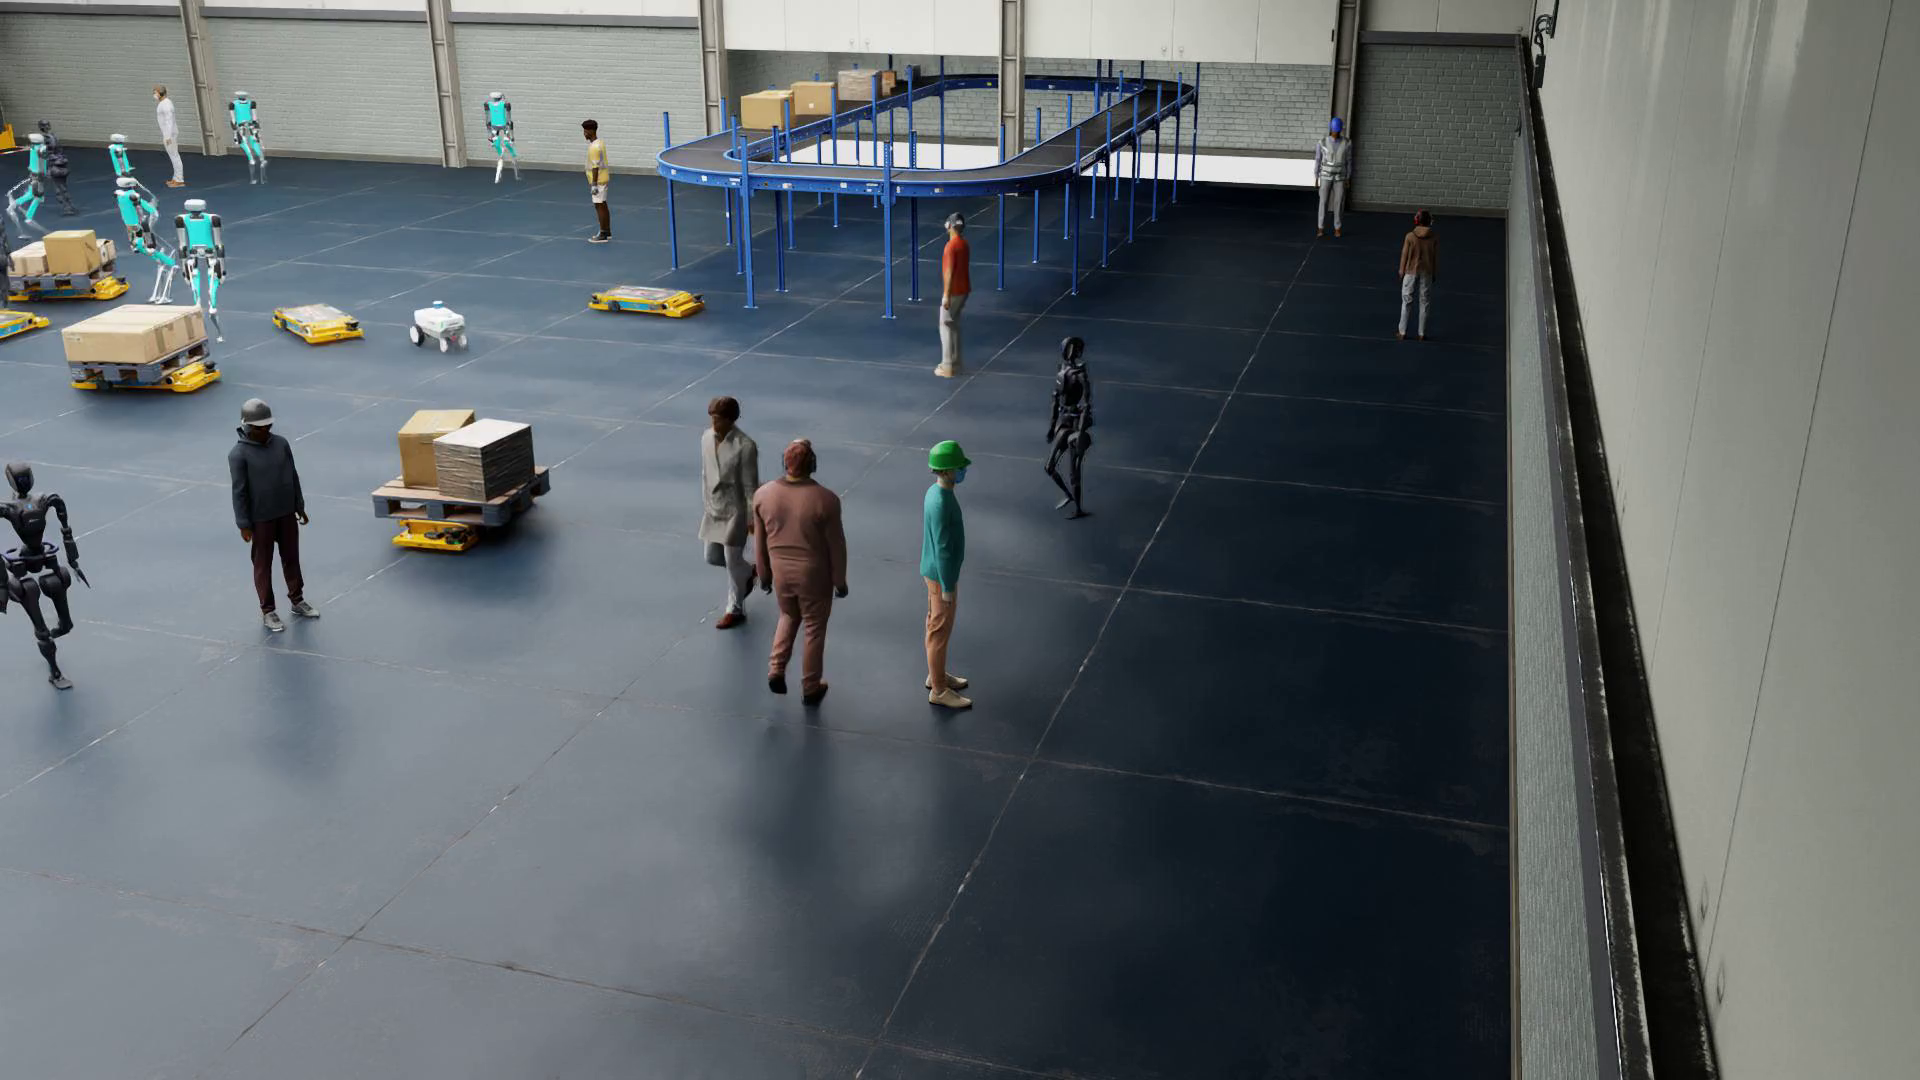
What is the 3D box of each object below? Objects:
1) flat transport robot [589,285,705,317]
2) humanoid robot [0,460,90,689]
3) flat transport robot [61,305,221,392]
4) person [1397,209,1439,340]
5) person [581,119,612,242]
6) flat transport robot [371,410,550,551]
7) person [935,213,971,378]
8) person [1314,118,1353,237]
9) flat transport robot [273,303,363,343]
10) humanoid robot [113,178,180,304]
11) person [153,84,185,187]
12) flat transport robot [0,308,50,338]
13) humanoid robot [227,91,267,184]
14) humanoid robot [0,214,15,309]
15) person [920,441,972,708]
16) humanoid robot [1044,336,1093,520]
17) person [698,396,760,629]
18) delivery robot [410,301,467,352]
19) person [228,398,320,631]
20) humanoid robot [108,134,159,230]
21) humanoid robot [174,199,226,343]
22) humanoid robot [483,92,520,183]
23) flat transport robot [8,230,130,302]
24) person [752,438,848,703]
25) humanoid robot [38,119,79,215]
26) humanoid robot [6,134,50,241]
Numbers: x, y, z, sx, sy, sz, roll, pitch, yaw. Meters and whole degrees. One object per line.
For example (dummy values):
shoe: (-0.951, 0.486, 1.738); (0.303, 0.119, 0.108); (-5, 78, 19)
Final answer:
flat transport robot: (-4.251, -3.240, 22.581); (1.431, 0.231, 0.659); (8, 23, 20)
humanoid robot: (-6.528, 0.206, 11.709); (0.650, 1.630, 0.593); (17, 27, 38)
flat transport robot: (-9.342, -1.886, 19.070); (1.431, 0.231, 0.659); (2, 21, 5)
person: (5.752, -3.318, 20.867); (0.464, 1.647, 0.317); (3, 21, 7)
person: (-5.867, -5.810, 26.905); (0.375, 1.958, 0.601); (-1, 21, -1)
flat transport robot: (-4.390, -0.245, 14.814); (0.659, 0.231, 1.431); (4, 22, 11)
person: (-0.089, -2.857, 19.382); (0.402, 1.862, 0.638); (8, 22, 20)
person: (6.121, -5.958, 27.327); (0.615, 1.933, 0.416); (1, 21, 3)
flat transport robot: (-8.295, -2.799, 21.437); (0.659, 0.231, 1.431); (-17, 27, -36)
humanoid robot: (-11.019, -4.103, 22.699); (0.530, 1.729, 0.740); (15, 26, 33)
person: (-15.274, -7.801, 32.095); (0.372, 1.939, 0.630); (-11, 24, -26)
flat transport robot: (-12.343, -2.667, 21.094); (0.659, 0.231, 1.431); (4, 21, 10)
humanoid robot: (-13.794, -7.795, 32.342); (0.541, 1.776, 0.676); (-19, 28, -40)
humanoid robot: (-12.766, -3.778, 22.021); (0.590, 1.646, 0.349); (12, 24, 29)
person: (-0.099, 0.223, 11.368); (0.350, 1.876, 0.516); (-1, 21, -2)
humanoid robot: (0.985, -0.986, 14.776); (0.359, 1.653, 0.599); (-11, 24, -26)
person: (-1.715, -0.245, 12.656); (0.516, 1.813, 0.546); (14, 25, 31)
delivery robot: (-6.470, -2.678, 20.691); (0.746, 0.570, 0.499); (20, 28, 41)
person: (-5.210, -0.207, 12.580); (0.380, 1.806, 0.548); (15, 26, 34)
humanoid robot: (-13.173, -5.639, 26.718); (0.726, 1.758, 0.536); (-11, 24, -27)
humanoid robot: (-9.410, -3.306, 20.660); (0.532, 1.757, 0.716); (-6, 22, -14)
humanoid robot: (-8.950, -7.891, 32.723); (0.530, 1.862, 0.782); (1, 21, 4)
flat transport robot: (-12.522, -3.542, 23.366); (1.431, 0.231, 0.659); (-2, 21, -6)
person: (-1.067, 0.230, 11.338); (0.642, 1.893, 0.460); (8, 22, 19)
humanoid robot: (-15.897, -6.573, 29.279); (0.428, 1.628, 0.611); (0, 21, 1)
humanoid robot: (-15.060, -5.593, 26.677); (0.970, 1.761, 0.551); (-11, 24, -27)
